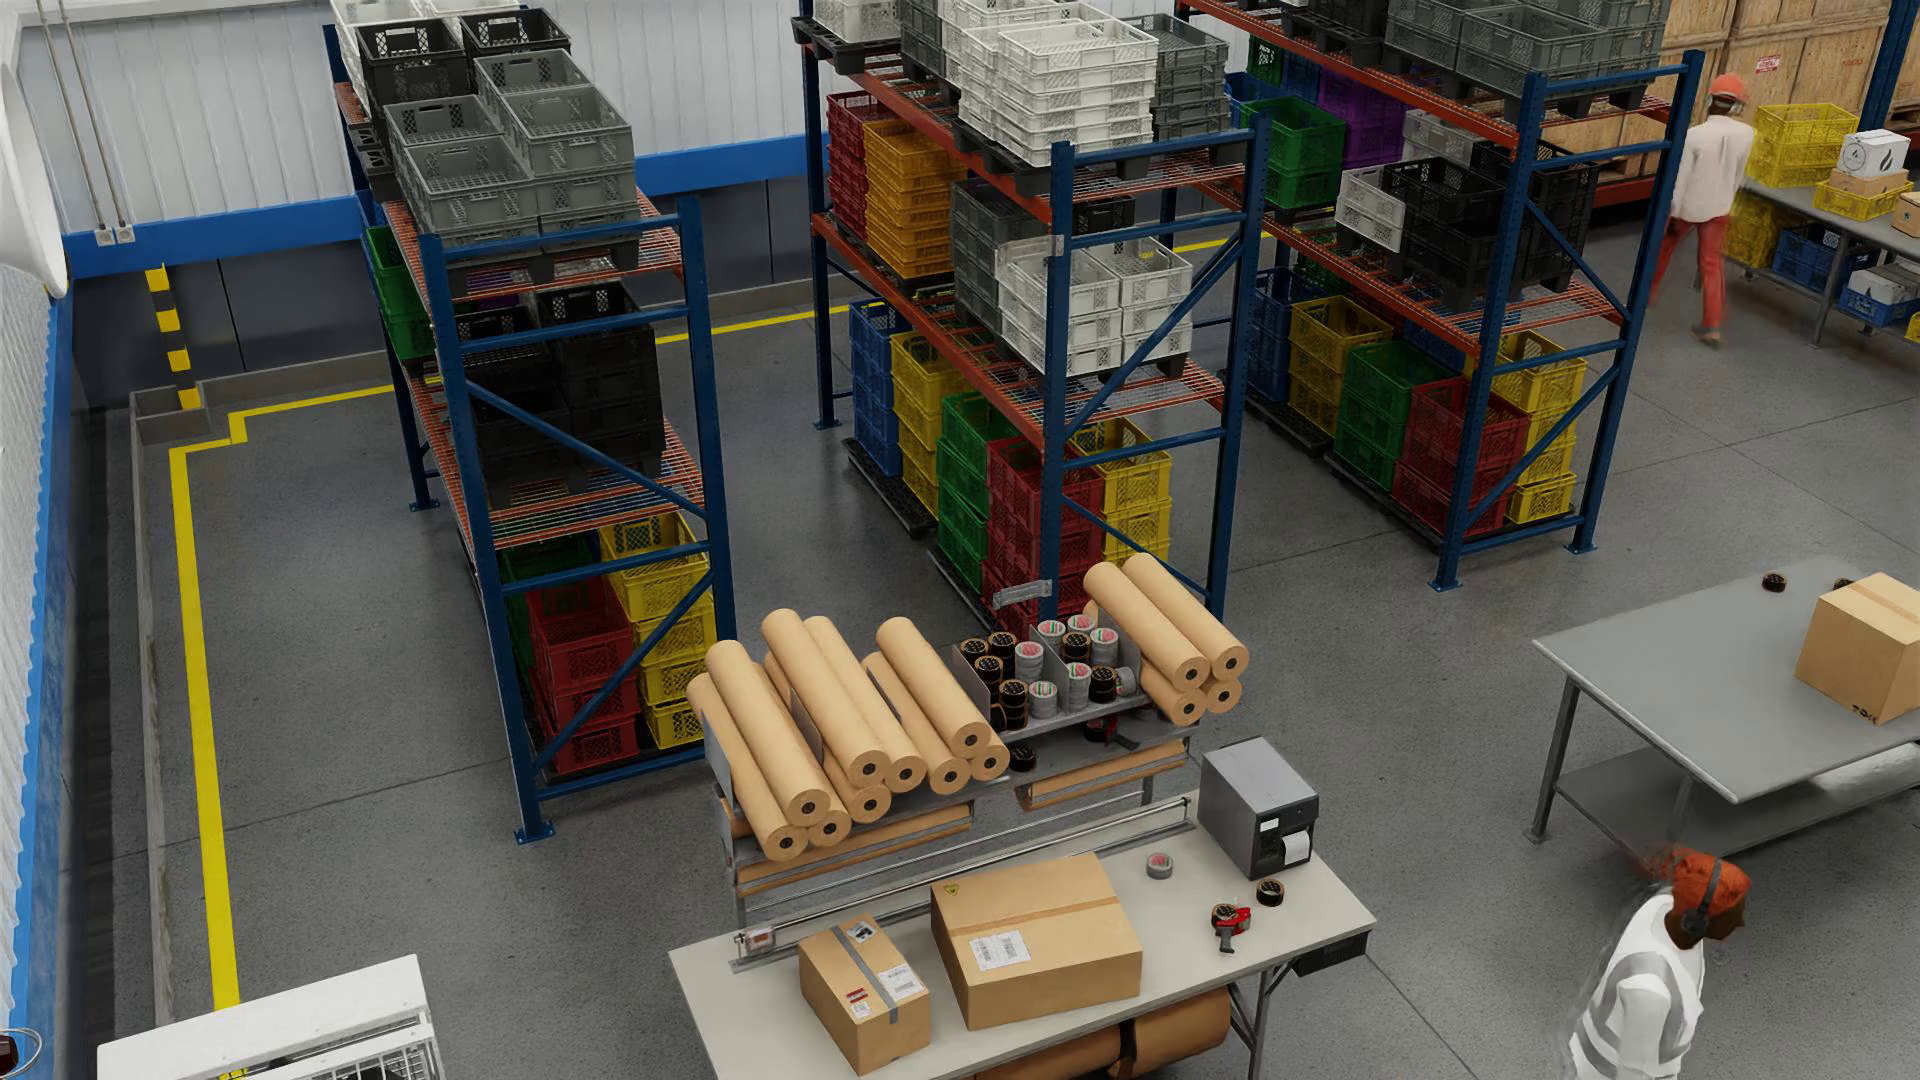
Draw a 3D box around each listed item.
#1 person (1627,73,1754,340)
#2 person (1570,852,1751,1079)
[{"bbox_3d":[5.560,-2.491,12.434,0.613,1.939,0.986,-3,32,-5],"label":"person"},{"bbox_3d":[2.262,1.773,5.568,0.491,1.867,0.595,22,38,31],"label":"person"}]
